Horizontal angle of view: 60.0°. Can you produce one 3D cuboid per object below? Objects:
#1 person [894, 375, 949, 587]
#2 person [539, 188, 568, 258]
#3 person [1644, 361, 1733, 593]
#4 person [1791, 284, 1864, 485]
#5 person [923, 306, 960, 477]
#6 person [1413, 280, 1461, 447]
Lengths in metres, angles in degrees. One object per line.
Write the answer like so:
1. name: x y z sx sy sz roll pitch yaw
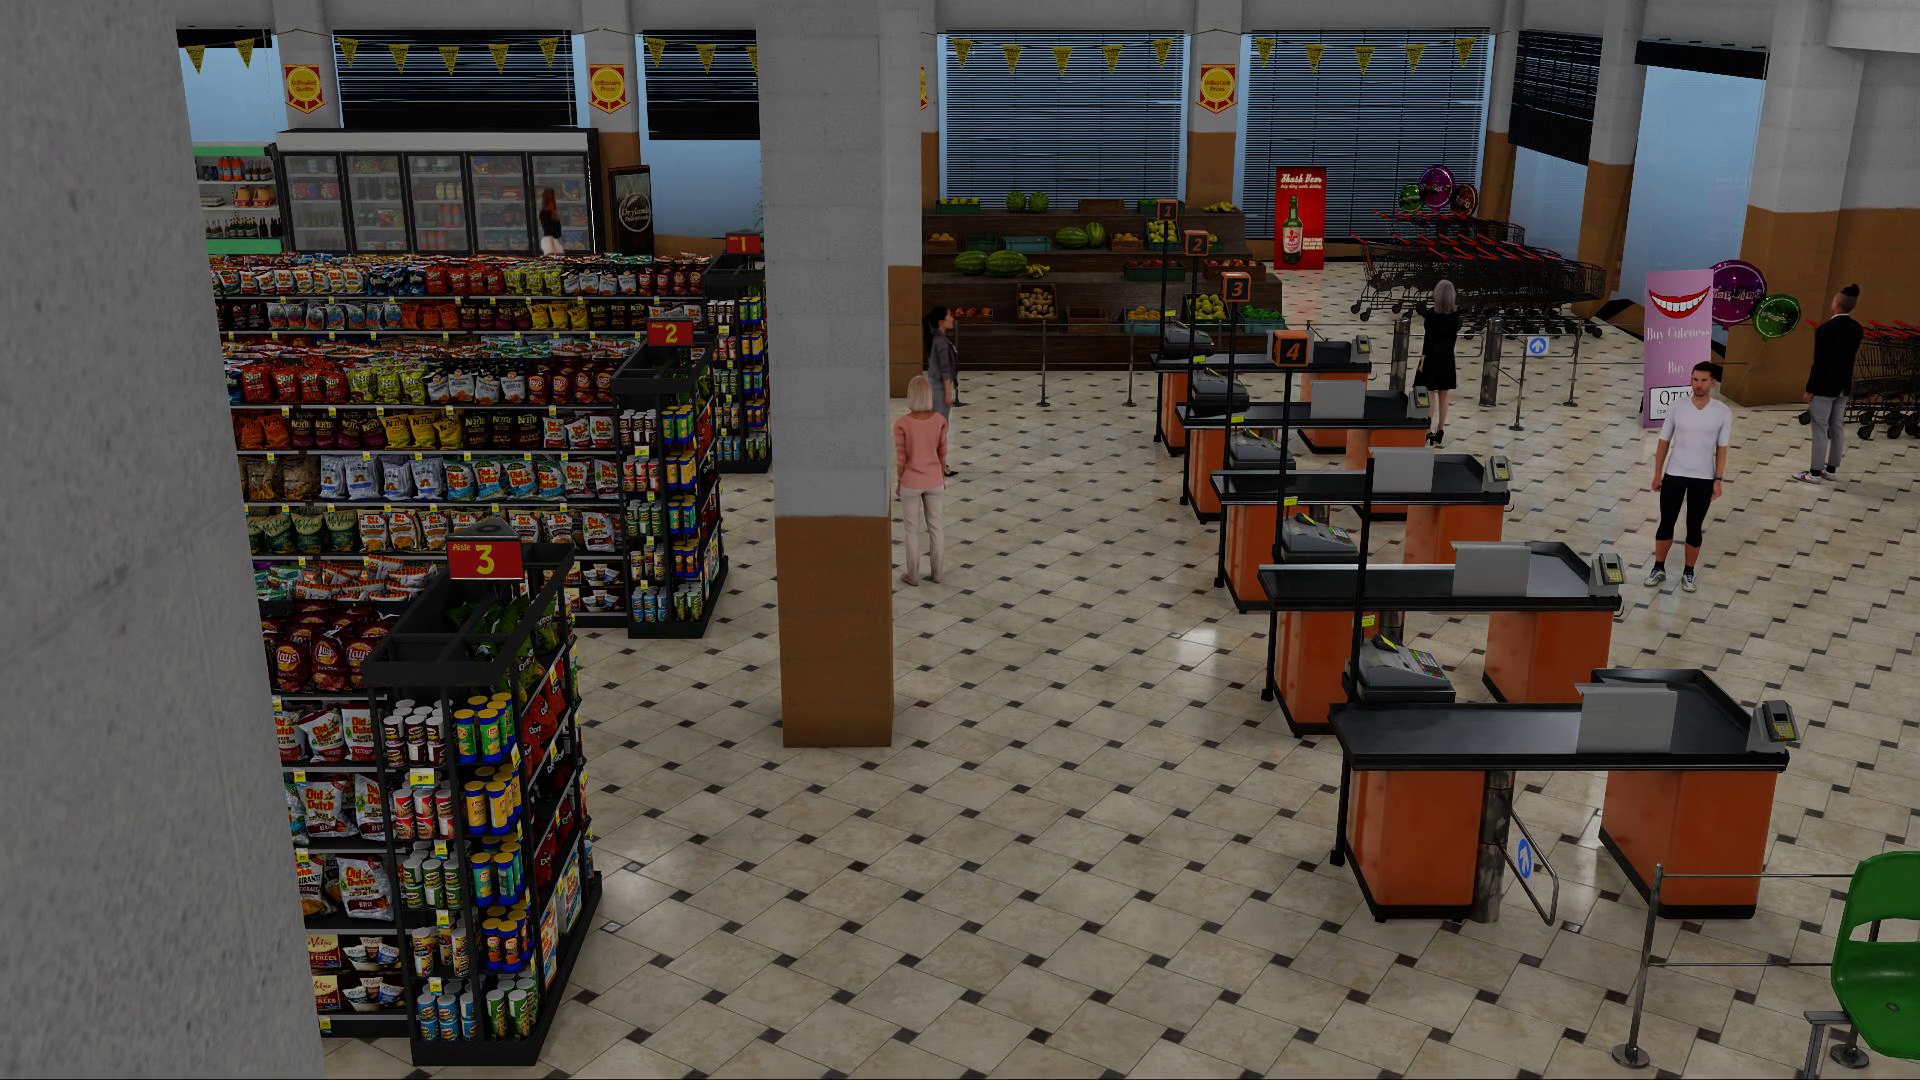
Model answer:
1. person: -0.310 -0.480 13.368 0.575 1.725 0.725 -6 20 -18
2. person: -6.308 -4.496 25.339 0.703 1.687 0.636 3 19 8
3. person: 5.829 -0.522 13.295 0.670 1.852 0.815 9 21 25
4. person: 8.441 -1.515 16.088 0.676 1.948 0.838 -7 20 -21
5. person: -0.211 -1.474 16.392 0.667 1.678 0.677 -5 19 -15
6. person: 5.010 -1.867 17.447 0.627 1.747 0.739 -8 20 -22
